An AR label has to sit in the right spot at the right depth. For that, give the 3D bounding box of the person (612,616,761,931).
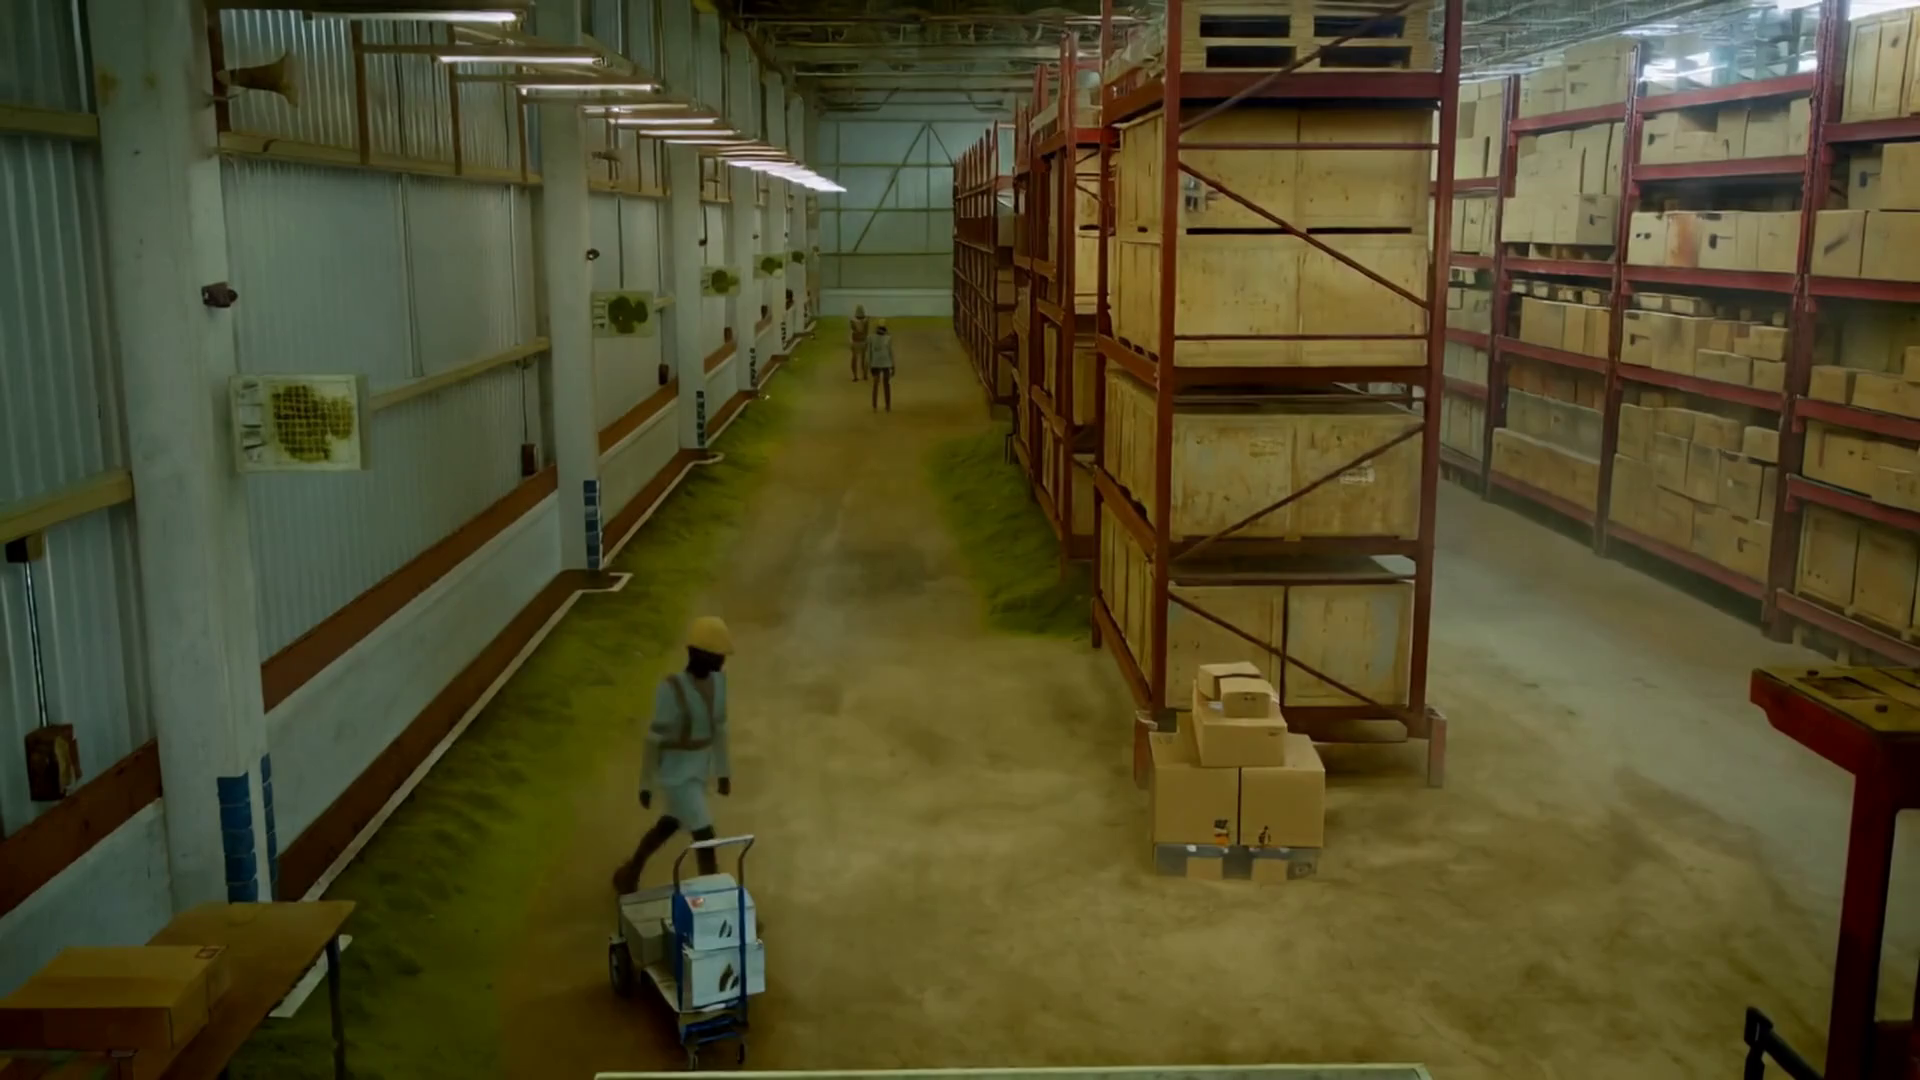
[{"bbox_3d":[-1.655,1.320,9.681,1.028,1.866,0.557,5,12,25],"label":"person"}]

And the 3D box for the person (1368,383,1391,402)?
[{"bbox_3d":[8.284,-3.232,33.012,1.036,1.997,0.627,-2,11,-8],"label":"person"}]

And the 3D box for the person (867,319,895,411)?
[{"bbox_3d":[-1.696,-3.750,35.700,0.616,1.987,0.407,-3,11,-14],"label":"person"}]

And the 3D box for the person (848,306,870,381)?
[{"bbox_3d":[-2.586,-5.036,42.595,0.591,1.910,0.388,-6,12,-27],"label":"person"}]

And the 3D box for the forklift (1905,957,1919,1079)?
[{"bbox_3d":[3.157,1.764,4.674,1.129,2.768,1.873,0,11,-2],"label":"forklift"}]
